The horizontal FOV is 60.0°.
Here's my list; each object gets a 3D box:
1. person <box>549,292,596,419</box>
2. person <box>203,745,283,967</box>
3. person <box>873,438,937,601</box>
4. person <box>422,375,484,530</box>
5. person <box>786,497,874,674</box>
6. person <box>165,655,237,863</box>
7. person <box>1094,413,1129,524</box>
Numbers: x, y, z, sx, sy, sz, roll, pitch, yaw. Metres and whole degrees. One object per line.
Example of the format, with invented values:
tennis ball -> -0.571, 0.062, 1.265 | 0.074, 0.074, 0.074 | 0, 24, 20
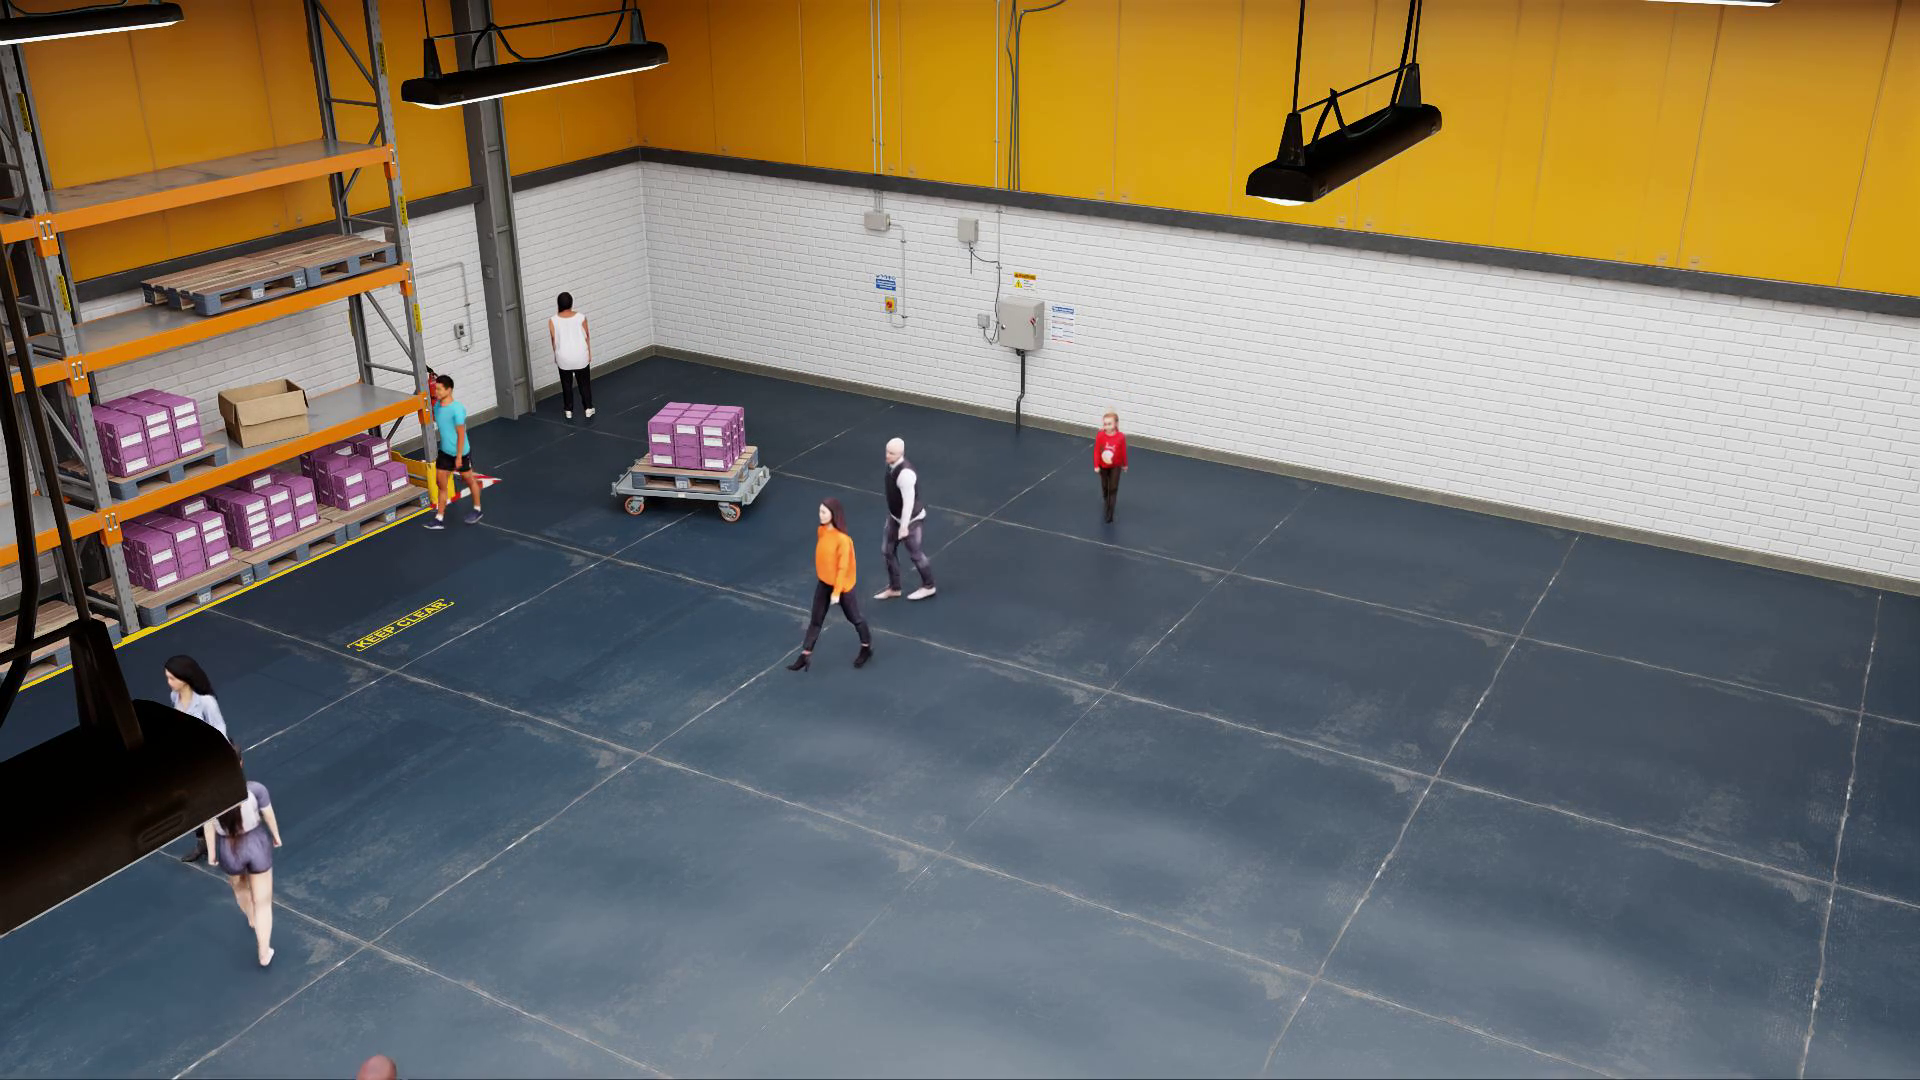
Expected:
person -> -5.100, -2.440, 21.843 | 0.764, 1.687, 0.796 | -2, 24, -4
person -> -4.879, 2.187, 11.337 | 0.934, 1.623, 1.009 | -6, 24, -13
person -> -0.484, -0.201, 16.602 | 1.046, 1.783, 0.954 | -8, 25, -18
person -> -5.527, -0.994, 18.460 | 0.654, 1.747, 0.994 | 13, 27, 28
person -> -1.049, 0.417, 15.283 | 1.191, 1.706, 0.889 | -19, 30, -37
person -> -5.604, 1.600, 12.557 | 0.712, 1.722, 0.847 | 6, 24, 14
person -> 1.708, -0.854, 18.763 | 0.735, 1.247, 0.996 | 2, 24, 5
